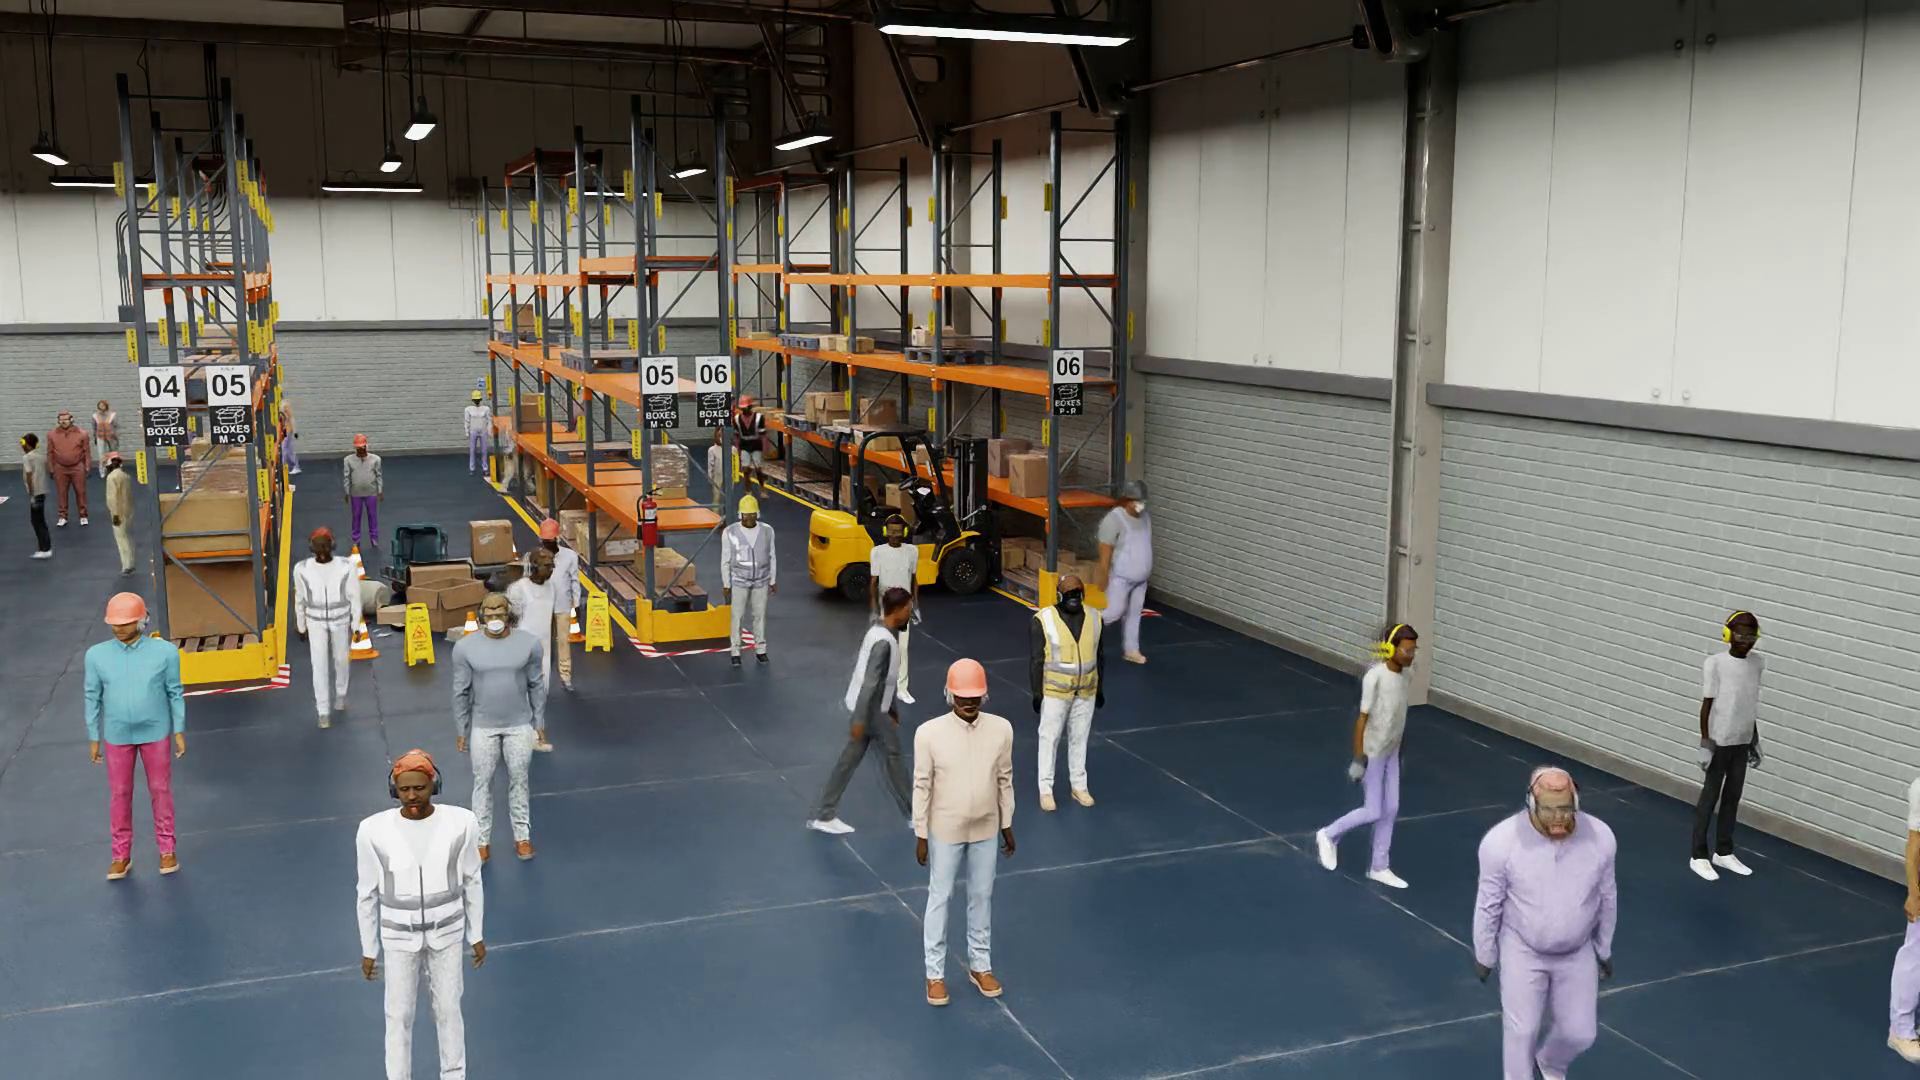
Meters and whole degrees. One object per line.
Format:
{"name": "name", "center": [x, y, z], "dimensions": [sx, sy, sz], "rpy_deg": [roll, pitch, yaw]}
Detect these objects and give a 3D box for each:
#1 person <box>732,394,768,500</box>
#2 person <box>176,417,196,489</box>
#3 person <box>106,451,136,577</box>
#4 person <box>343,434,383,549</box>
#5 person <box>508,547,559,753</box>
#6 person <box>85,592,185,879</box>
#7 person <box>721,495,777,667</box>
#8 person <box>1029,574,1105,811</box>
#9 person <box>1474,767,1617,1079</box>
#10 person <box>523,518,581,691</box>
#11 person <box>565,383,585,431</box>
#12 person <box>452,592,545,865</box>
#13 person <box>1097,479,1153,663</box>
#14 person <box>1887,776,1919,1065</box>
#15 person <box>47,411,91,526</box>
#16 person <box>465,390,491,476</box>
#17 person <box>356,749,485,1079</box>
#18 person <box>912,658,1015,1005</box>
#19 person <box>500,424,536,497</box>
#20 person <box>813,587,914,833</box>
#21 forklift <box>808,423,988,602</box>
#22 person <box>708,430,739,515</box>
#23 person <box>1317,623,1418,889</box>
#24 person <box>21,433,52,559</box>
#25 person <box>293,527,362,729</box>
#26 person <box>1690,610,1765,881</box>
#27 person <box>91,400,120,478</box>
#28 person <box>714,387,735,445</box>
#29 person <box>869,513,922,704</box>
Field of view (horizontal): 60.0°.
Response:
{"name": "person", "center": [-3.803, -1.661, 30.226], "dimensions": [0.642, 2.004, 0.711], "rpy_deg": [1, 9, 5]}
{"name": "person", "center": [-15.023, -1.798, 32.241], "dimensions": [0.503, 1.632, 0.271], "rpy_deg": [-3, 10, -19]}
{"name": "person", "center": [-11.634, -0.359, 22.979], "dimensions": [0.345, 1.701, 0.743], "rpy_deg": [-1, 9, -6]}
{"name": "person", "center": [-9.017, -0.732, 25.151], "dimensions": [0.567, 1.750, 0.341], "rpy_deg": [-3, 10, -19]}
{"name": "person", "center": [-3.718, 0.950, 14.374], "dimensions": [0.531, 1.818, 0.544], "rpy_deg": [6, 11, 35]}
{"name": "person", "center": [-5.651, 1.331, 11.420], "dimensions": [0.616, 1.990, 0.393], "rpy_deg": [-3, 10, -19]}
{"name": "person", "center": [-2.222, 0.428, 17.606], "dimensions": [0.595, 1.831, 0.403], "rpy_deg": [-3, 10, -19]}
{"name": "person", "center": [0.846, 1.172, 12.897], "dimensions": [0.627, 1.843, 0.429], "rpy_deg": [-3, 10, -19]}
{"name": "person", "center": [2.783, 1.946, 7.926], "dimensions": [0.670, 1.874, 0.539], "rpy_deg": [1, 9, 3]}
{"name": "person", "center": [-4.034, 0.648, 16.473], "dimensions": [0.567, 1.748, 0.339], "rpy_deg": [-3, 10, -19]}
{"name": "person", "center": [-8.730, -2.765, 37.913], "dimensions": [0.528, 1.767, 0.329], "rpy_deg": [-3, 10, -19]}
{"name": "person", "center": [-3.231, 1.312, 11.710], "dimensions": [0.631, 1.938, 0.362], "rpy_deg": [-3, 10, -19]}
{"name": "person", "center": [1.727, 0.302, 17.749], "dimensions": [0.700, 2.000, 0.726], "rpy_deg": [-8, 12, -41]}
{"name": "person", "center": [5.180, 1.830, 8.749], "dimensions": [0.508, 1.842, 0.336], "rpy_deg": [-3, 10, -19]}
{"name": "person", "center": [-14.712, -1.178, 27.481], "dimensions": [0.645, 1.907, 0.400], "rpy_deg": [-3, 10, -19]}
{"name": "person", "center": [-9.969, -2.213, 34.435], "dimensions": [0.528, 1.767, 0.329], "rpy_deg": [-3, 10, -19]}
{"name": "person", "center": [-2.590, 1.925, 8.024], "dimensions": [0.578, 1.882, 0.346], "rpy_deg": [-3, 10, -19]}
{"name": "person", "center": [0.033, 1.642, 9.454], "dimensions": [0.616, 1.993, 0.395], "rpy_deg": [-3, 10, -19]}
{"name": "person", "center": [-8.247, -1.656, 31.165], "dimensions": [0.867, 1.685, 0.619], "rpy_deg": [-3, 10, -20]}
{"name": "person", "center": [-0.606, 1.265, 12.347], "dimensions": [1.075, 1.833, 0.597], "rpy_deg": [-1, 9, -9]}
{"name": "forklift", "center": [-0.830, -0.399, 21.676], "dimensions": [2.313, 2.155, 1.214], "rpy_deg": [-4, 10, -21]}
{"name": "person", "center": [-3.868, -0.998, 27.204], "dimensions": [0.503, 1.632, 0.271], "rpy_deg": [-3, 10, -19]}
{"name": "person", "center": [2.790, 1.435, 11.280], "dimensions": [0.529, 1.841, 0.625], "rpy_deg": [-8, 12, -41]}
{"name": "person", "center": [-13.536, -0.638, 24.340], "dimensions": [0.431, 1.827, 0.683], "rpy_deg": [-1, 9, -4]}
{"name": "person", "center": [-5.887, 0.759, 15.523], "dimensions": [0.582, 1.847, 0.930], "rpy_deg": [-3, 10, -19]}
{"name": "person", "center": [5.292, 1.397, 11.409], "dimensions": [0.521, 1.865, 0.319], "rpy_deg": [-3, 10, -19]}
{"name": "person", "center": [-17.583, -2.106, 34.283], "dimensions": [0.520, 1.607, 0.801], "rpy_deg": [-3, 10, -19]}
{"name": "person", "center": [-5.548, -3.078, 39.010], "dimensions": [0.611, 2.042, 0.395], "rpy_deg": [-3, 10, -19]}
{"name": "person", "center": [-0.619, 0.666, 16.007], "dimensions": [0.521, 1.865, 0.319], "rpy_deg": [-3, 10, -19]}
